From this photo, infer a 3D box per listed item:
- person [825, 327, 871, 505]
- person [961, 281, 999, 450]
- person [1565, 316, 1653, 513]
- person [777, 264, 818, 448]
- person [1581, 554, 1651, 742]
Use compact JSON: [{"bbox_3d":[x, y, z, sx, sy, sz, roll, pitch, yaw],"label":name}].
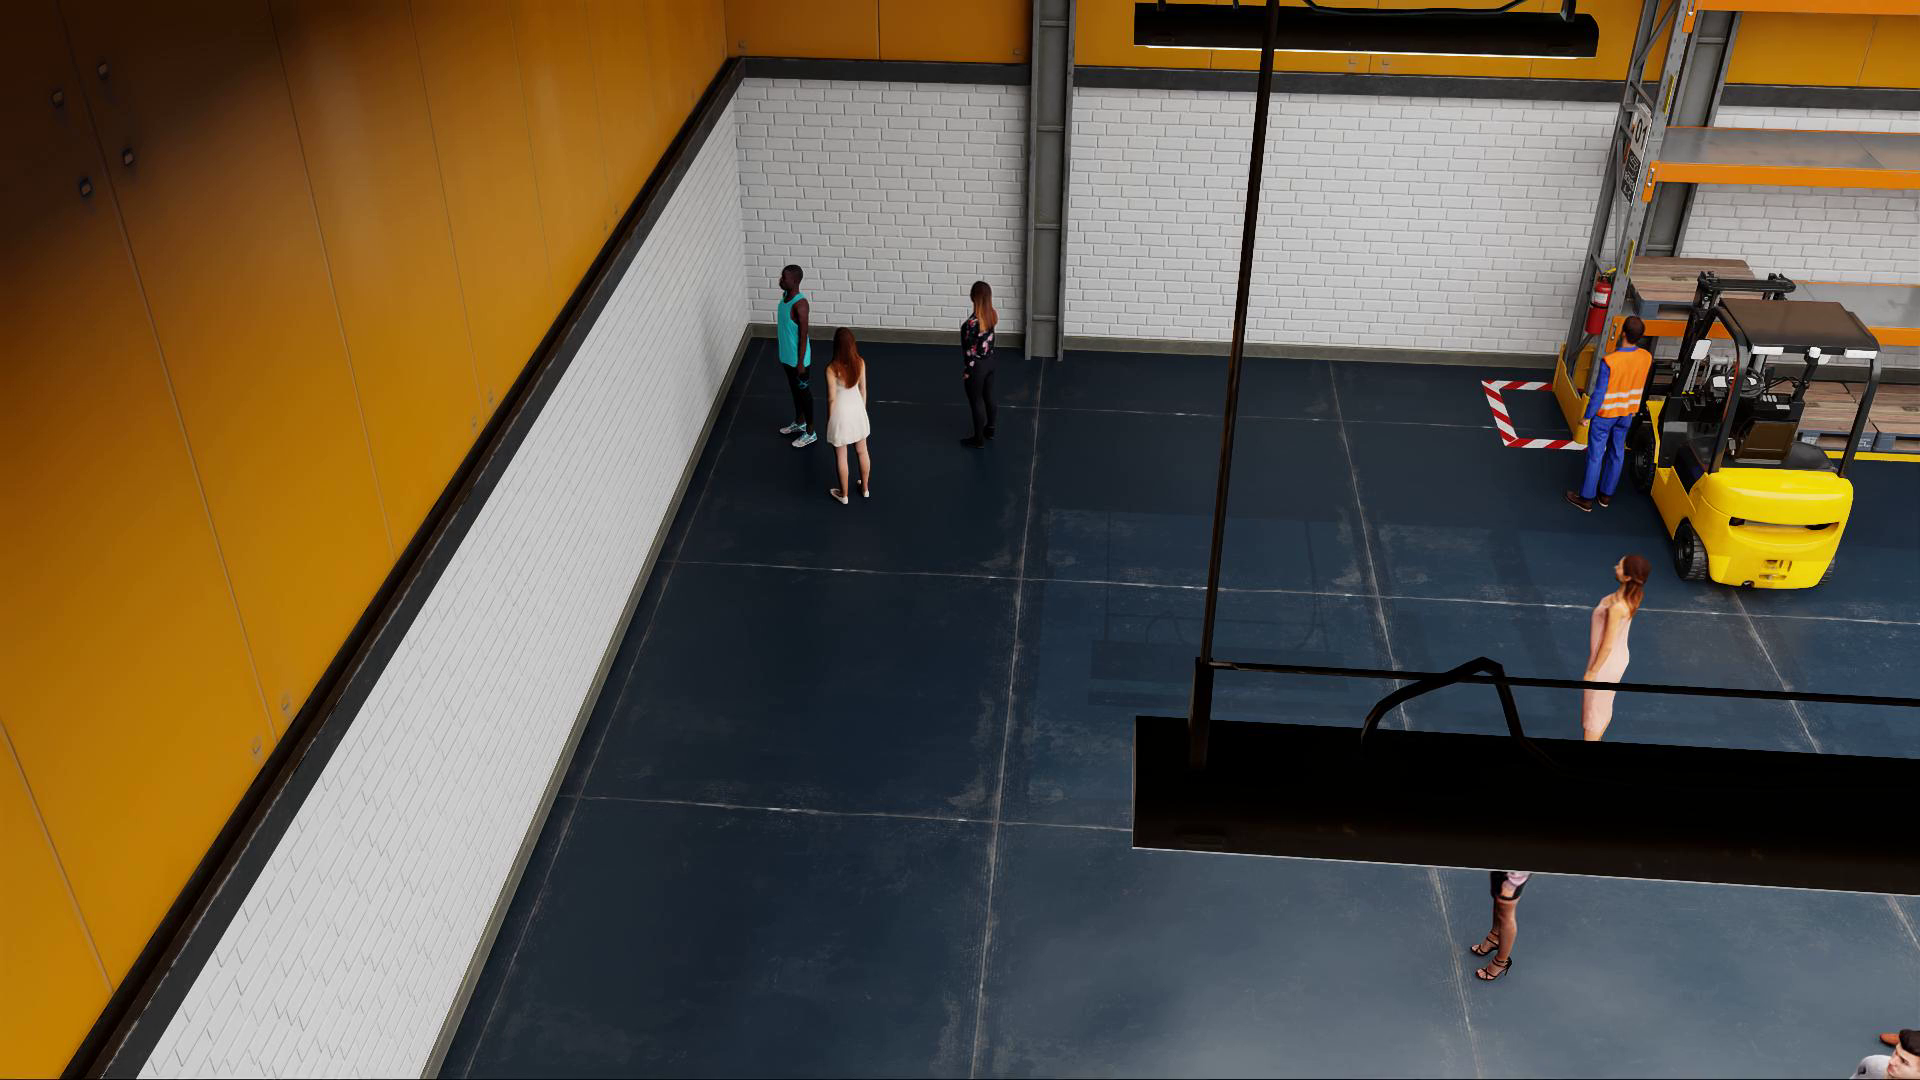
[{"bbox_3d":[-0.999,-1.116,14.804,0.624,1.712,0.707,-17,37,-24],"label":"person"},{"bbox_3d":[0.190,-1.656,15.642,0.659,1.683,0.655,21,39,28],"label":"person"},{"bbox_3d":[5.751,-1.120,14.673,0.695,1.864,0.841,-10,35,-15],"label":"person"},{"bbox_3d":[-1.538,-1.752,15.671,0.692,1.811,0.689,-16,37,-22],"label":"person"},{"bbox_3d":[4.564,0.866,11.714,0.683,1.831,0.666,23,40,31],"label":"person"}]
